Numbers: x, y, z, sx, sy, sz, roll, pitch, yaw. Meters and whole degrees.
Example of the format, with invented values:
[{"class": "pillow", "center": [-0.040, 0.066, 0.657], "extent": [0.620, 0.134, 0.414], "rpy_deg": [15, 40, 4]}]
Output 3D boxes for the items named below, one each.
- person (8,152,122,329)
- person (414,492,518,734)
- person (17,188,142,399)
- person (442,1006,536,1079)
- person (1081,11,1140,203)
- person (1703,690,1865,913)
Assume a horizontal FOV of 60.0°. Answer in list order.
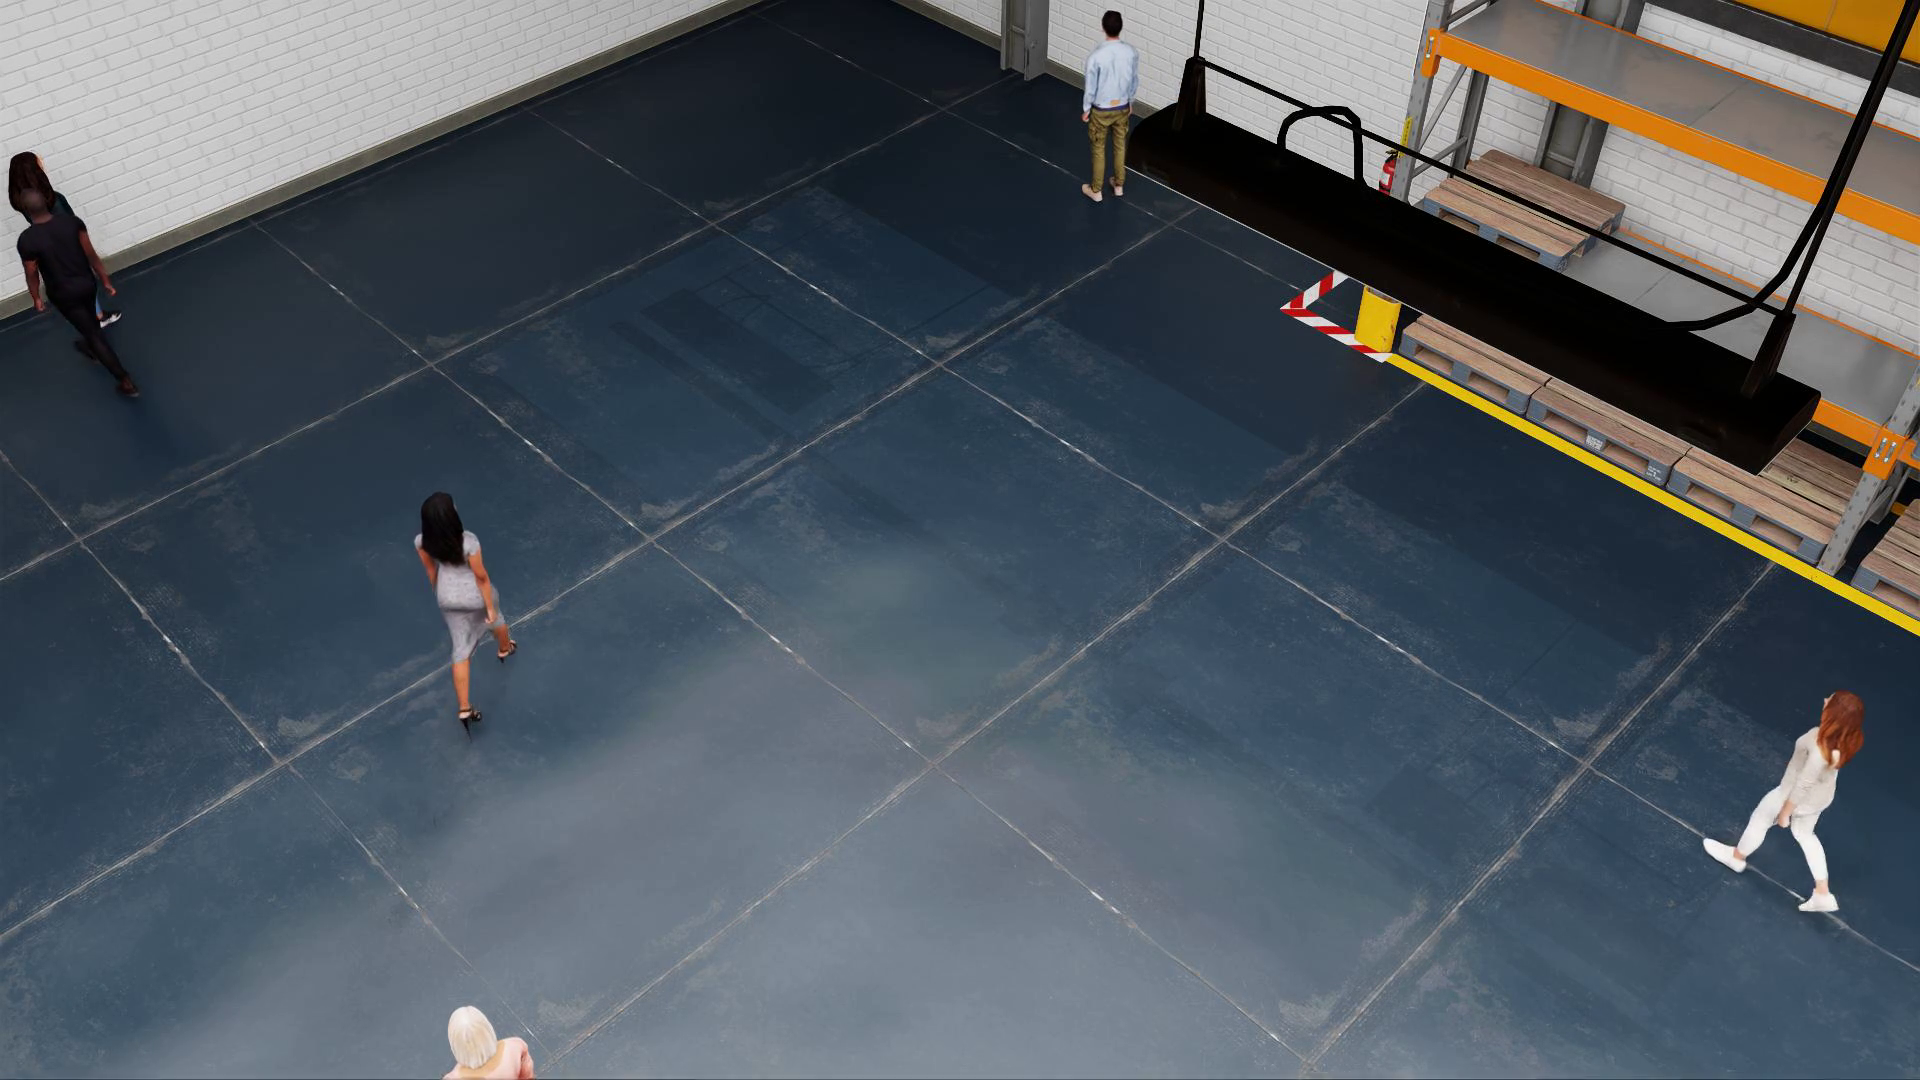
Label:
[{"class": "person", "center": [-7.445, -2.471, 13.749], "extent": [0.668, 1.617, 0.759], "rpy_deg": [13, 45, 13]}, {"class": "person", "center": [-3.176, 0.465, 10.579], "extent": [1.089, 1.739, 1.102], "rpy_deg": [4, 44, 4]}, {"class": "person", "center": [-6.882, -1.887, 13.025], "extent": [1.228, 1.769, 0.806], "rpy_deg": [27, 50, 25]}, {"class": "person", "center": [-2.243, 2.803, 8.134], "extent": [0.605, 1.726, 0.524], "rpy_deg": [-32, 52, -29]}, {"class": "person", "center": [1.364, -3.943, 15.154], "extent": [0.750, 1.809, 0.714], "rpy_deg": [-15, 46, -15]}, {"class": "person", "center": [4.903, 1.506, 9.528], "extent": [0.761, 1.681, 1.092], "rpy_deg": [-23, 48, -22]}]
